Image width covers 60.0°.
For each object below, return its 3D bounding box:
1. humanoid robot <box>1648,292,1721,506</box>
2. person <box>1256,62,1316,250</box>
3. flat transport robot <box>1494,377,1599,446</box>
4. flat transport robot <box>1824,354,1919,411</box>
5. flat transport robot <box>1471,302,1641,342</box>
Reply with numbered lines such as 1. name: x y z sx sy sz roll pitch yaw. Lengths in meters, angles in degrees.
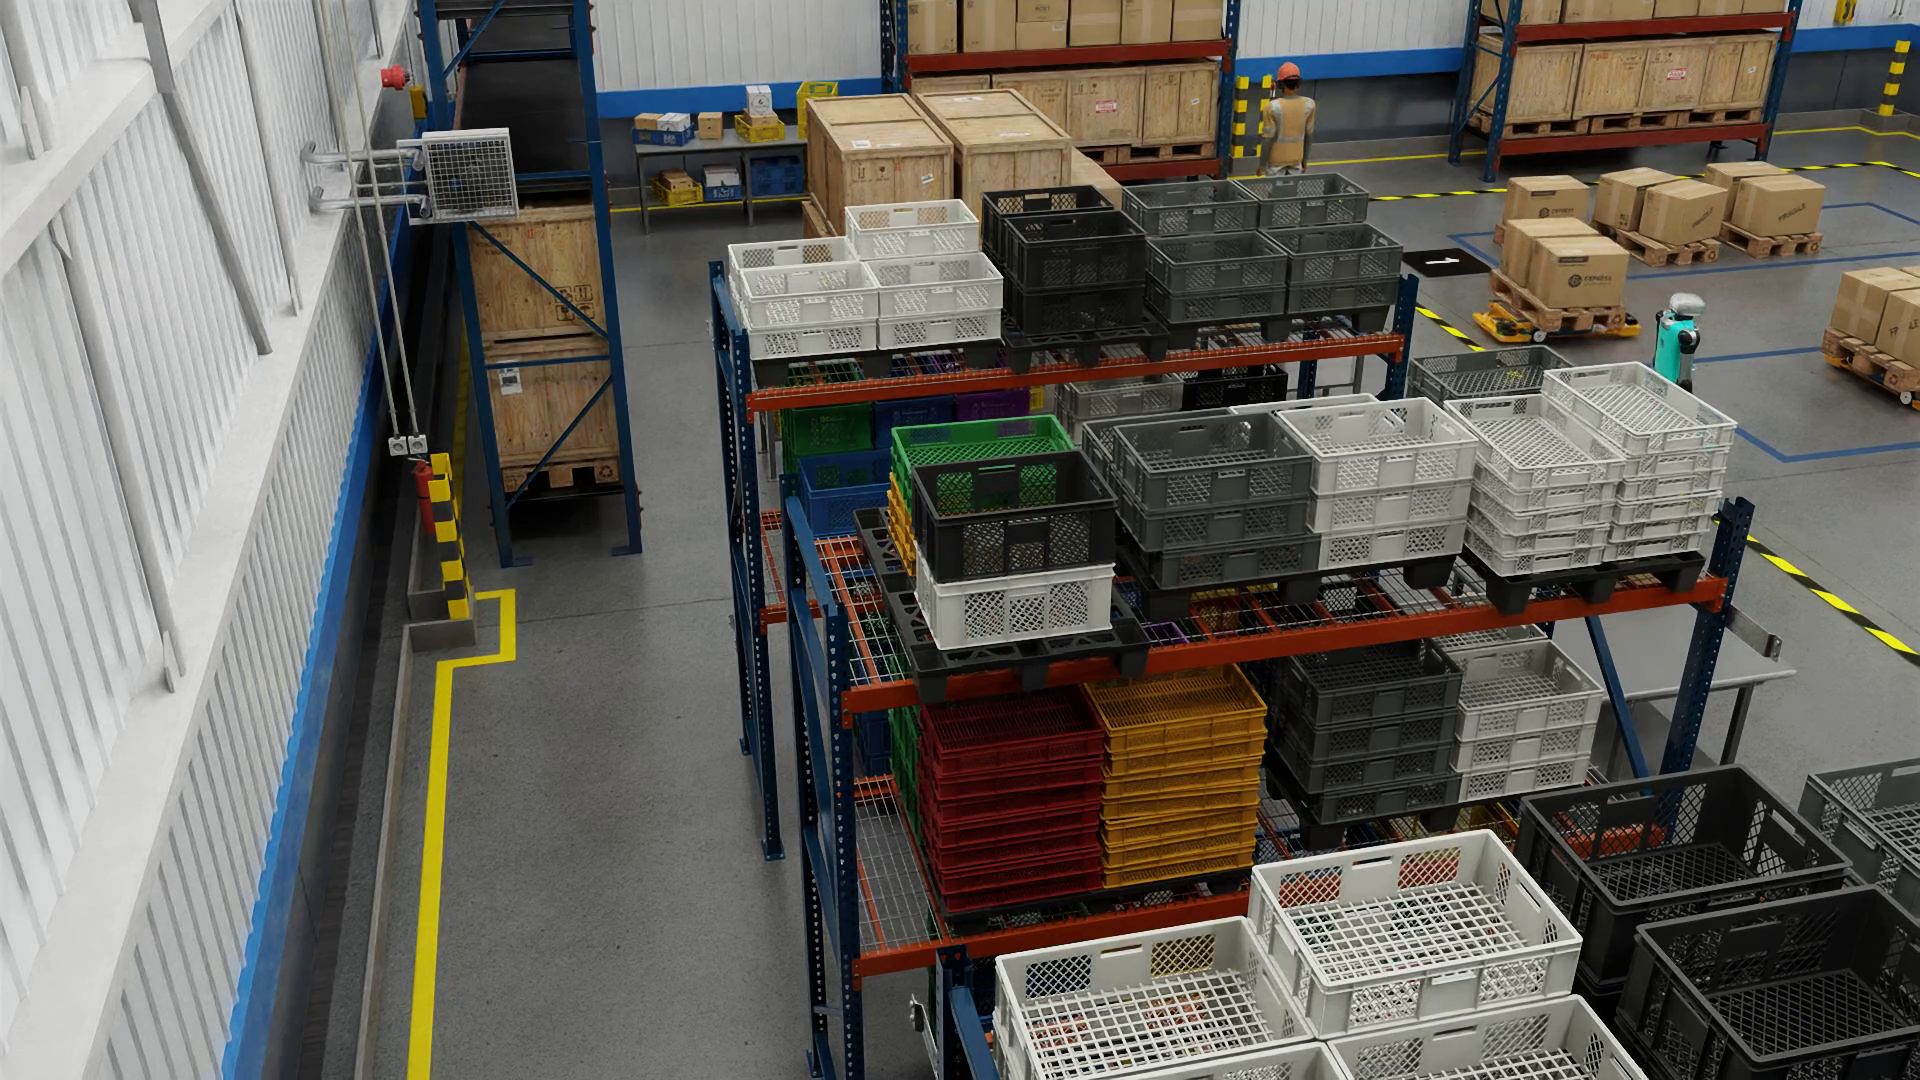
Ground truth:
1. humanoid robot: 5.404 -1.005 12.236 0.735 1.675 0.533 -1 28 -2
2. person: 3.489 -4.116 17.965 0.604 2.034 0.385 -8 29 -15
3. flat transport robot: 4.780 -1.036 14.013 0.659 0.231 1.431 -6 28 -12
4. flat transport robot: 8.473 -1.467 14.800 0.652 0.197 1.431 -6 28 -12
5. flat transport robot: 5.773 -2.152 16.099 1.431 0.197 0.652 -4 28 -8
